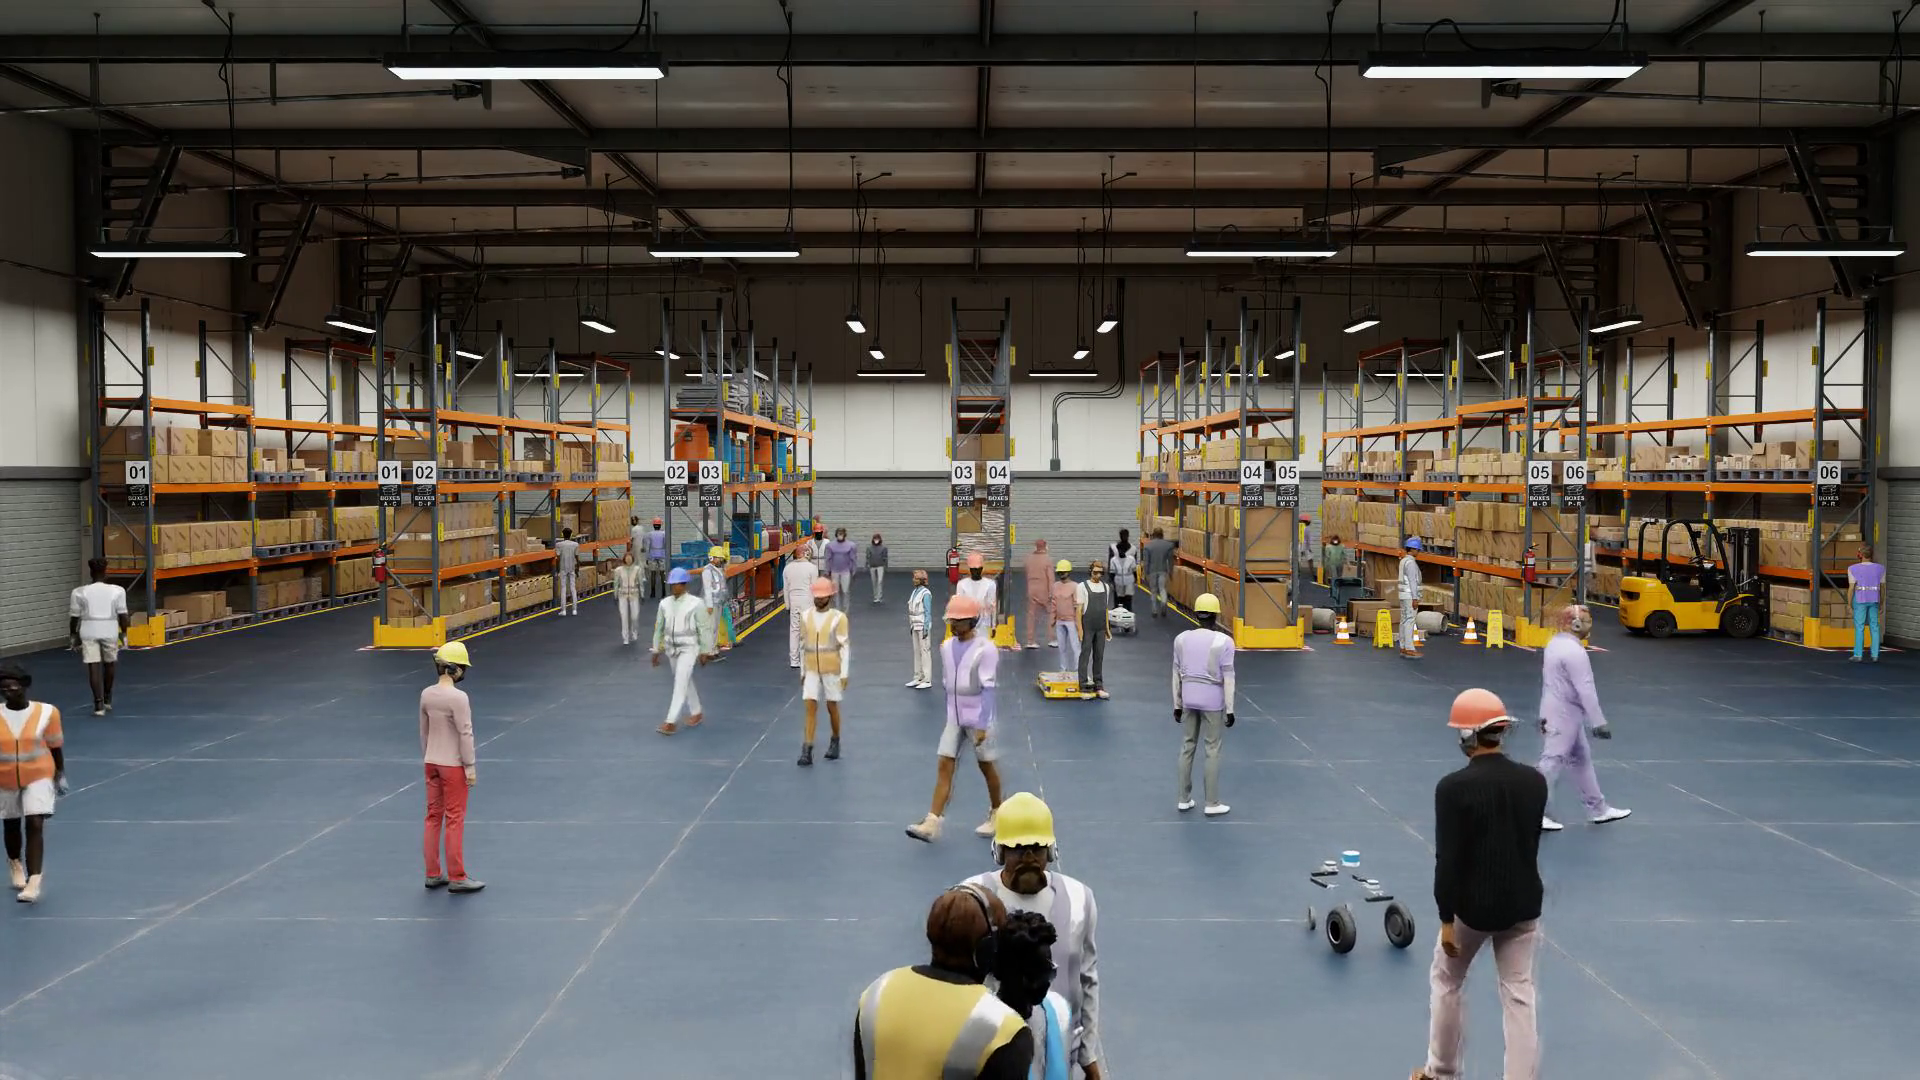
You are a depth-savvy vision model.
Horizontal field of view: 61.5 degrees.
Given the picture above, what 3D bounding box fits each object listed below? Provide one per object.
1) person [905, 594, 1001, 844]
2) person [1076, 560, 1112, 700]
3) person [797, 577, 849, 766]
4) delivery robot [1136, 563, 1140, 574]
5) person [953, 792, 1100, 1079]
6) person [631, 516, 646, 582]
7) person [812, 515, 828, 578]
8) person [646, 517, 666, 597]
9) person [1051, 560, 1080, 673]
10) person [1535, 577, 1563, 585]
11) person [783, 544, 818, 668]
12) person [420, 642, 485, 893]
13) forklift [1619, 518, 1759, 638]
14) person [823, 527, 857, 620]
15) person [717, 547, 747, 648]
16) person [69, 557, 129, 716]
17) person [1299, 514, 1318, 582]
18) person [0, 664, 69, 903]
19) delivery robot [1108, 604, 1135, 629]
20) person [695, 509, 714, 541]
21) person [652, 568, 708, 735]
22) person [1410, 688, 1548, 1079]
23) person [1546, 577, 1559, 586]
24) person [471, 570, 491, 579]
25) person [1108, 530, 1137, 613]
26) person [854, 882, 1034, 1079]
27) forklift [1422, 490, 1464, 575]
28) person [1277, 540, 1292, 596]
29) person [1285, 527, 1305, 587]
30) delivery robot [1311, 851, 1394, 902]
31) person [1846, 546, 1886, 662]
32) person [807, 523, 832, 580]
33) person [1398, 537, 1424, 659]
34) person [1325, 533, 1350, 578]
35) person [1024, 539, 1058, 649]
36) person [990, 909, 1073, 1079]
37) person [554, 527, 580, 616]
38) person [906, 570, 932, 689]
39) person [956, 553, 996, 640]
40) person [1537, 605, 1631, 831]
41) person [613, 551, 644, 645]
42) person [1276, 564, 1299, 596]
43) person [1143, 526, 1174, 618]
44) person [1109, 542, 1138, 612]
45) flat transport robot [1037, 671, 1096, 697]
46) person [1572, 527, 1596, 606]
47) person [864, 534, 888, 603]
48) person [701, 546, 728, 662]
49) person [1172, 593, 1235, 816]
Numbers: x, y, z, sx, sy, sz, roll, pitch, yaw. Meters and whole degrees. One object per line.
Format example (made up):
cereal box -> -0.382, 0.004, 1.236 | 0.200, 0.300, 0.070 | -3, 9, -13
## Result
person -> 0.020, 1.430, 12.943 | 0.629, 1.985, 1.039 | 2, 3, 42
person -> 1.770, 1.176, 21.286 | 0.504, 1.839, 0.344 | -1, 3, -30
person -> -1.414, 1.333, 16.597 | 0.564, 1.903, 0.819 | 1, 2, 15
delivery robot -> 4.873, 0.862, 44.475 | 0.707, 0.478, 0.477 | 0, 2, -3
person -> 0.217, 1.798, 5.689 | 0.587, 1.835, 0.404 | 0, 2, -12
person -> -9.022, 0.244, 44.725 | 0.713, 1.838, 0.550 | 1, 2, 15
person -> -4.041, 0.222, 45.078 | 0.648, 1.853, 0.989 | -1, 3, -31
person -> -7.352, 0.415, 39.222 | 0.551, 1.935, 0.375 | -1, 2, -14
person -> 1.506, 1.153, 22.990 | 0.381, 1.754, 0.538 | -2, 3, -45
person -> 11.637, 0.677, 32.003 | 0.608, 1.988, 0.392 | 0, 2, 4
person -> -2.379, 1.013, 24.648 | 0.638, 1.902, 0.406 | 1, 3, 28
person -> -3.622, 1.606, 11.486 | 0.523, 1.760, 0.328 | 2, 3, 36
forklift -> 13.417, 0.684, 29.791 | 2.313, 2.155, 1.214 | 0, 2, 0
person -> -2.444, 0.690, 32.678 | 0.654, 1.911, 0.792 | 0, 2, 10
person -> -4.033, 0.984, 27.505 | 0.819, 1.725, 0.529 | -1, 2, -22
person -> -10.720, 1.181, 20.079 | 0.634, 1.919, 0.960 | -1, 3, -32
person -> 9.564, 0.222, 44.748 | 0.996, 1.890, 0.546 | 0, 2, 1
person -> -6.537, 1.668, 11.254 | 0.569, 1.644, 0.891 | -1, 2, -23
delivery robot -> 2.986, 1.437, 30.016 | 0.477, 0.478, 0.707 | -1, 2, -14
person -> -7.517, 0.088, 47.104 | 0.747, 1.970, 0.617 | 1, 3, 30
person -> -3.231, 1.260, 18.592 | 0.626, 1.896, 1.023 | 1, 3, 25
person -> 2.382, 1.664, 7.457 | 0.621, 1.957, 0.807 | -1, 2, -14
person -> 13.313, 0.628, 36.427 | 0.320, 1.737, 0.483 | -1, 2, -24
person -> -10.896, 0.549, 36.603 | 0.606, 1.874, 0.954 | 0, 2, 0
person -> 3.291, 0.718, 32.655 | 0.601, 1.861, 1.033 | 0, 2, -1
person -> -0.129, 1.873, 4.479 | 0.637, 1.798, 0.978 | 2, 3, 41
forklift -> 13.926, -0.371, 47.846 | 1.873, 2.768, 1.129 | 0, 2, 0
person -> 7.811, 0.465, 38.858 | 0.615, 1.866, 0.504 | 0, 2, -6
person -> 8.788, 0.228, 42.613 | 0.608, 2.044, 0.371 | 1, 2, 15
delivery robot -> 2.480, 2.094, 10.239 | 0.335, 0.223, 0.698 | -1, 2, -17
person -> 14.283, 1.010, 25.456 | 0.565, 1.840, 0.390 | 0, 2, 5
person -> -3.015, 0.603, 34.491 | 0.551, 1.935, 0.372 | 0, 2, -2
person -> 7.304, 0.930, 26.182 | 0.391, 1.944, 0.603 | 0, 2, 0
person -> 8.903, 0.629, 38.210 | 0.557, 1.592, 0.809 | 0, 2, 0
person -> 1.419, 0.917, 27.547 | 0.662, 1.860, 0.825 | 2, 3, 38
person -> 0.078, 1.905, 4.849 | 0.597, 1.673, 0.545 | 2, 3, 44
person -> -8.264, 0.660, 33.960 | 0.532, 1.864, 0.310 | -1, 3, -27
person -> -0.548, 1.232, 22.346 | 0.306, 1.640, 0.521 | -1, 3, -26
person -> 0.220, 1.118, 22.077 | 0.558, 1.904, 0.961 | 0, 2, 8
person -> 5.137, 1.478, 13.400 | 0.950, 1.867, 0.660 | 0, 2, 10
person -> -5.773, 1.003, 28.129 | 0.523, 1.627, 0.386 | 0, 2, -9
person -> 7.996, 0.454, 39.894 | 0.527, 1.820, 0.972 | -2, 3, -40
person -> 4.087, 0.665, 33.240 | 0.632, 1.921, 0.695 | 0, 2, -2
person -> 3.224, 0.853, 31.824 | 0.565, 1.639, 0.836 | 1, 2, 15
flat transport robot -> 1.428, 1.948, 21.820 | 0.652, 0.197, 1.431 | 0, 2, -2
person -> 13.074, 0.648, 34.143 | 0.591, 1.861, 0.776 | 0, 2, -9
person -> -1.945, 0.661, 37.188 | 0.521, 1.594, 0.814 | 0, 2, 7
person -> -3.888, 1.010, 25.635 | 0.404, 1.826, 0.587 | 0, 2, 10
person -> 2.144, 1.426, 14.168 | 0.601, 1.913, 0.426 | 2, 3, 40
